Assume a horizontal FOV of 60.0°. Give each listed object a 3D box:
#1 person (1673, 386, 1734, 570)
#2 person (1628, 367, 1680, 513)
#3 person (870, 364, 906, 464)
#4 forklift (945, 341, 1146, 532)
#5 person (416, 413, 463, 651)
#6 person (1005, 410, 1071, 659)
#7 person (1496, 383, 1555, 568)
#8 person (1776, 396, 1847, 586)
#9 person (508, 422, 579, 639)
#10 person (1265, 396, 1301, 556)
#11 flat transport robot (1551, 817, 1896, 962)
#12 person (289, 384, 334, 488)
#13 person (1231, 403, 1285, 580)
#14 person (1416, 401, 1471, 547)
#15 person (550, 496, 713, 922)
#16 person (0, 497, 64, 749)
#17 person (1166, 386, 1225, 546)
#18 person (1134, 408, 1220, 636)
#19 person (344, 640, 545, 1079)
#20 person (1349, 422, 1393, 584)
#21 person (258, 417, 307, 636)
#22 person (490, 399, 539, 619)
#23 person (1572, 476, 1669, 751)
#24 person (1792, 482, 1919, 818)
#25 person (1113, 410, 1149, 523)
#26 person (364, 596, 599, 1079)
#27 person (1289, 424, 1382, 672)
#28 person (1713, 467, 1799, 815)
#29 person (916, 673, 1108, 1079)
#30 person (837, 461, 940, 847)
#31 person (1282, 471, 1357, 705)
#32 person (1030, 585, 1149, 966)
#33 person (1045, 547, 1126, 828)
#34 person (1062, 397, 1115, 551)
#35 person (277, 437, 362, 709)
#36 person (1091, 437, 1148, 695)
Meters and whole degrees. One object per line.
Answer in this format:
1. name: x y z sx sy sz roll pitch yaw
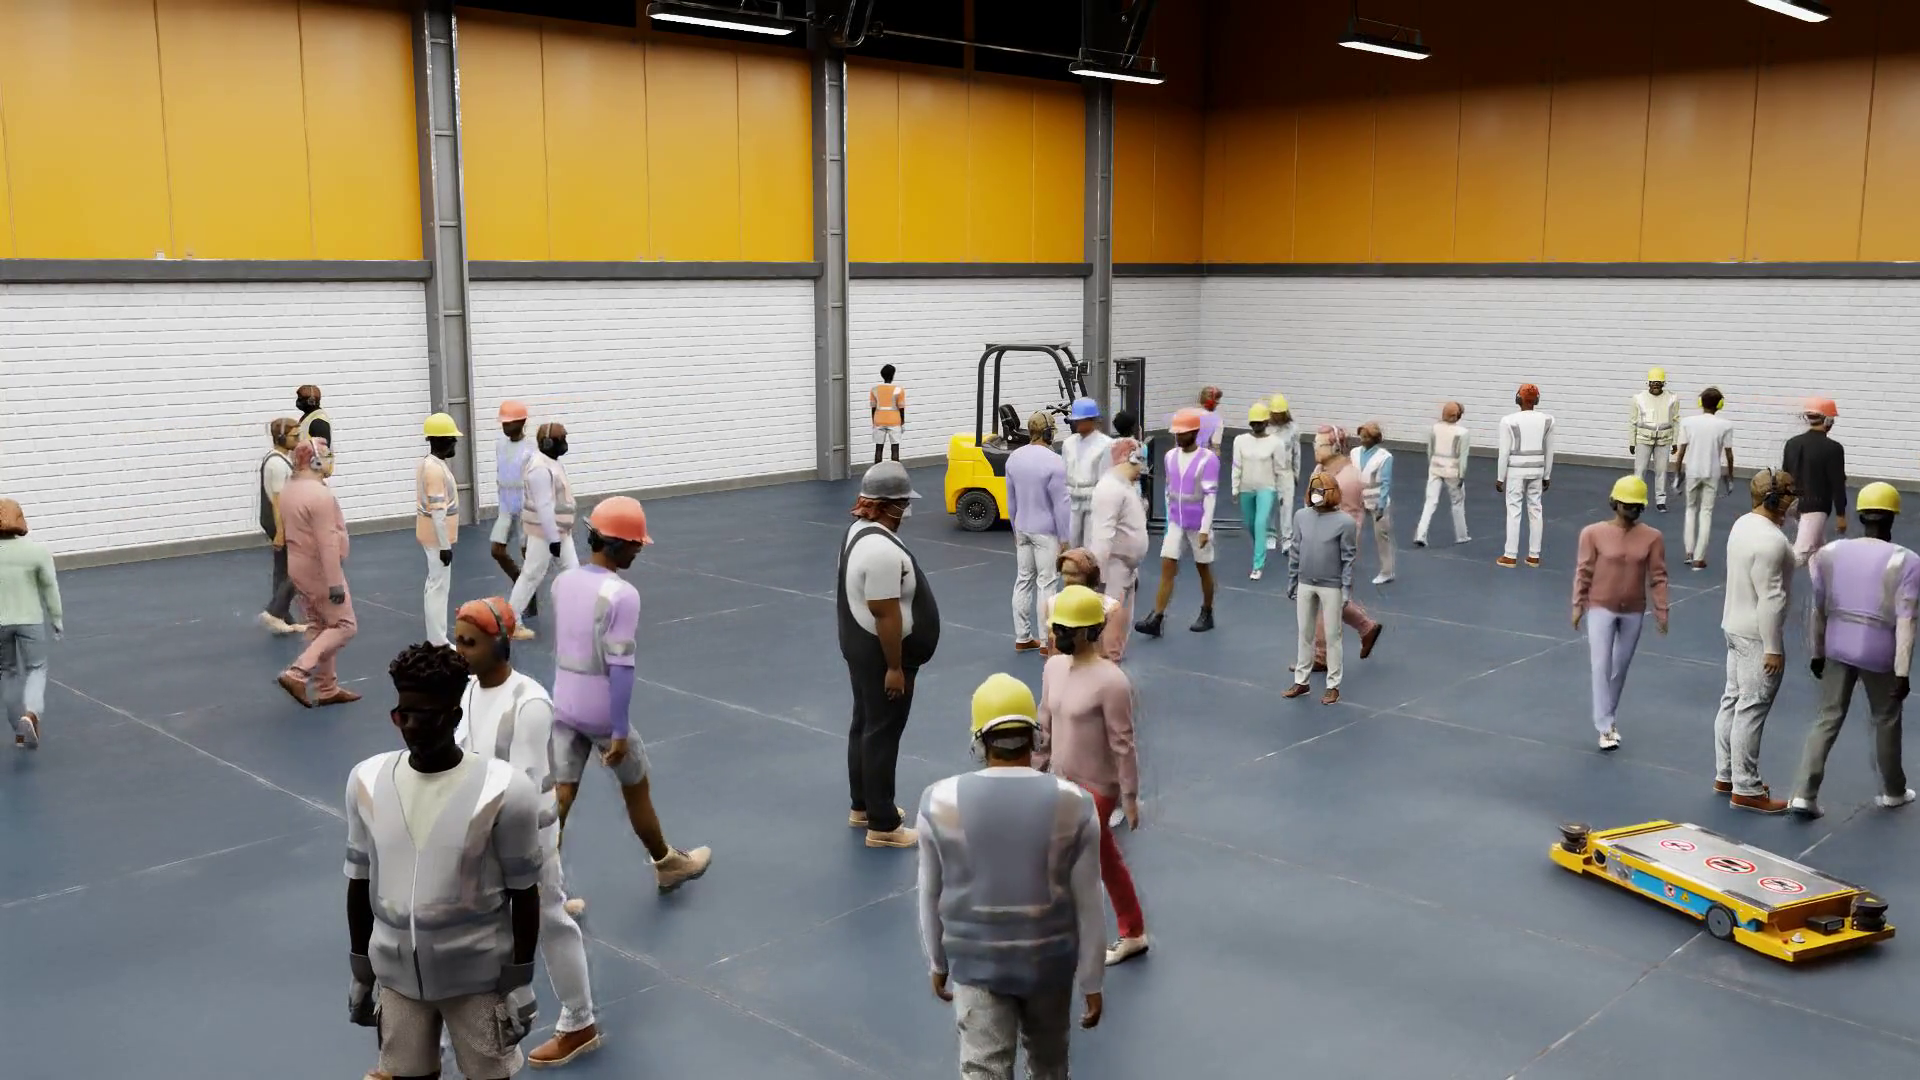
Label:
1. person: 7.575 -0.635 16.912 0.551 1.843 0.711 6 11 32
2. person: 8.648 -1.246 20.744 0.592 1.825 0.403 2 9 12
3. person: -1.024 -1.637 23.540 0.537 1.693 0.320 3 10 16
4. forklift: 0.977 -1.223 19.452 2.313 2.155 1.214 2 9 11
5. person: -4.023 -0.023 12.911 0.380 1.928 0.586 -3 10 -19
6. person: 0.625 -0.044 13.006 0.372 1.940 0.632 -9 13 -43
7. person: 5.736 -0.653 16.913 0.575 1.882 0.355 -1 9 -6
8. person: 7.382 -0.286 14.525 1.028 1.945 0.609 -2 9 -12
9. person: -3.356 -0.068 13.621 0.956 1.796 0.658 0 9 0
10. person: 3.384 -0.687 17.715 0.476 1.685 0.945 2 9 9
11. flat transport robot: 3.592 1.615 7.932 0.652 0.197 1.431 -4 10 -24
12. person: -6.729 -0.694 17.283 0.429 1.846 0.626 -6 11 -34
13. person: 2.985 -0.516 16.537 0.508 1.726 0.848 5 11 29
14. person: 5.306 -0.721 18.208 0.523 1.597 0.864 9 13 42
15. person: -1.633 0.780 7.804 0.654 1.980 1.037 7 12 36
16. person: -5.924 0.543 10.420 0.525 1.611 0.606 -4 10 -24
17. person: 2.501 -0.752 17.810 0.640 1.796 0.867 7 11 35
18. person: 1.837 -0.131 13.675 0.562 1.886 0.963 8 12 42
19. person: -1.530 1.261 4.917 0.606 1.966 0.367 1 9 7
20. person: 3.858 -0.328 15.800 0.890 1.582 0.520 -8 12 -39
21. person: -5.546 -0.103 13.727 0.415 1.827 0.500 -6 11 -31
22. person: -3.831 -0.261 14.384 0.574 1.922 0.408 5 11 30
23. person: 4.183 0.465 10.469 0.550 1.733 0.731 0 9 2
24. person: 4.982 0.617 9.206 0.992 1.869 0.609 -7 11 -35
25. person: 1.553 -0.415 16.035 0.545 1.681 0.442 7 11 35
26. person: -1.742 1.131 6.081 0.577 1.835 0.960 8 12 41
27. person: 2.850 0.060 12.529 0.683 1.885 0.658 -1 9 -4
28. person: 4.488 0.552 9.355 0.373 1.940 0.629 1 9 8
29. person: 0.159 1.326 5.135 0.591 1.785 0.886 0 9 0
30. person: -0.372 0.585 8.841 0.536 2.000 0.688 -3 10 -17
31. person: 2.520 0.330 11.650 0.497 1.633 0.284 7 12 39
32. person: 0.478 1.037 7.026 0.923 1.714 0.545 -6 11 -31
33. person: 0.656 0.819 8.796 0.509 1.582 0.899 6 11 34
34. person: 1.152 -0.312 14.688 0.616 1.926 0.577 8 12 40
35. person: -4.419 0.239 11.395 0.516 1.894 0.662 -8 12 -41
36. person: 1.086 0.240 11.491 0.396 1.879 0.796 3 10 17
